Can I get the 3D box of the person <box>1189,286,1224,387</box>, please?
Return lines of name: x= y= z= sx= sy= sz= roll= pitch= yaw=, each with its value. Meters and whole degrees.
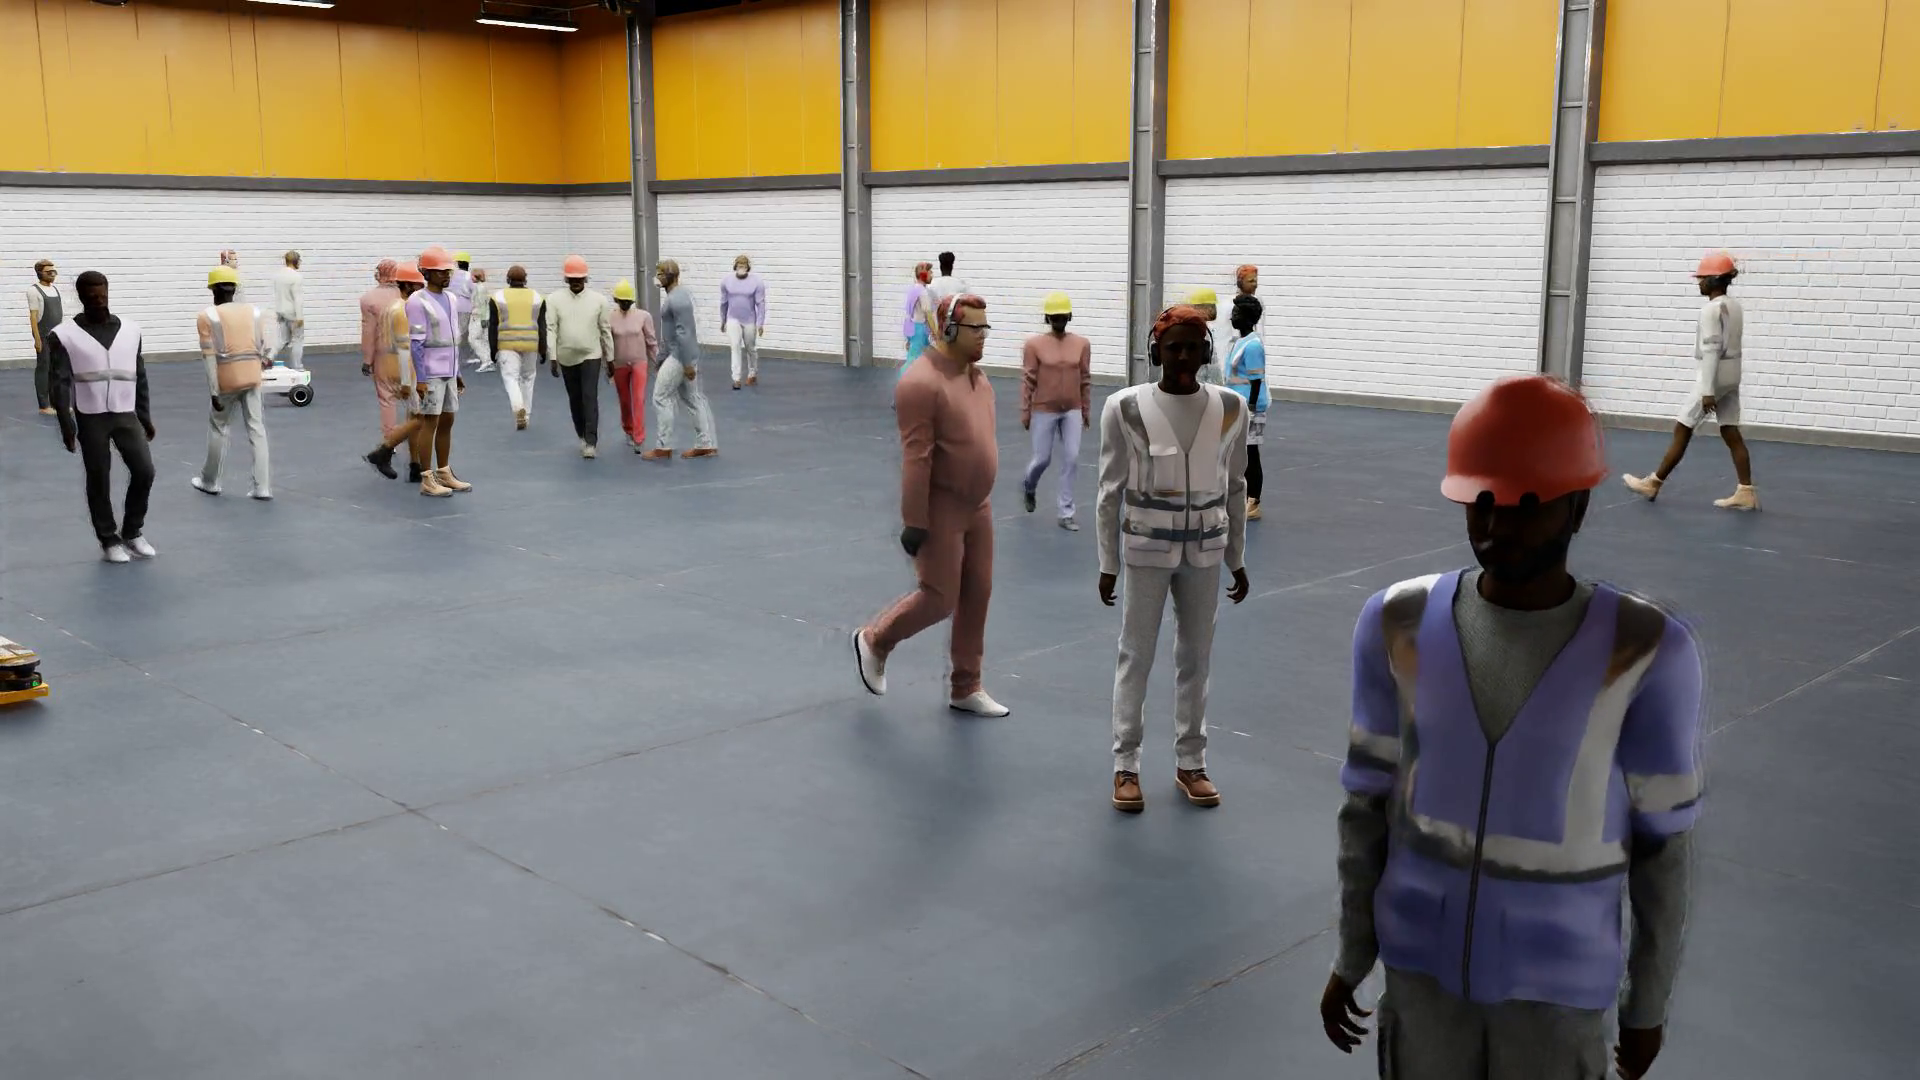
person: x=2.020 y=-1.221 z=13.714 sx=0.844 sy=1.710 sz=0.500 roll=-2 pitch=11 yaw=-11

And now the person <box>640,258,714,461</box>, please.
person: x=-2.740 y=-1.691 z=15.714 sx=0.840 sy=1.908 sz=0.633 roll=-1 pitch=10 yaw=-7

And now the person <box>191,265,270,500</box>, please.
person: x=-5.949 y=-1.276 z=13.535 sx=0.949 sy=1.874 sz=0.580 roll=9 pitch=14 yaw=41

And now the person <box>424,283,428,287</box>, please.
person: x=-7.907 y=-3.359 z=25.026 sx=0.842 sy=1.830 sz=0.502 roll=-1 pitch=10 yaw=-4

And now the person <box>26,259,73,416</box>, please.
person: x=-10.844 y=-2.408 z=19.806 sx=0.347 sy=1.846 sz=0.505 roll=1 pitch=10 yaw=7

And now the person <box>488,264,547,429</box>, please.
person: x=-4.873 y=-2.132 z=18.388 sx=0.631 sy=1.814 sz=0.817 roll=-5 pitch=11 yaw=-23

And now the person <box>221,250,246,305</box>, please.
person: x=-10.999 y=-3.418 z=25.147 sx=0.404 sy=1.906 sz=0.651 roll=-6 pitch=12 yaw=-28

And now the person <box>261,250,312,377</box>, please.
person: x=-10.083 y=-3.364 z=24.834 sx=0.655 sy=1.917 sz=0.642 roll=7 pitch=12 yaw=32

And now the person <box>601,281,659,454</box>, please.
person: x=-3.267 y=-1.737 z=16.571 sx=0.587 sy=1.694 sz=0.926 roll=-1 pitch=10 yaw=-7

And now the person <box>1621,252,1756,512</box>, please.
person: x=5.810 y=-1.237 z=13.024 sx=0.637 sy=1.986 sz=1.043 roll=-9 pitch=14 yaw=-42

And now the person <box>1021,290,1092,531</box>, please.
person: x=0.686 y=-0.958 z=12.184 sx=0.525 sy=1.746 sz=0.625 roll=-3 pitch=11 yaw=-16

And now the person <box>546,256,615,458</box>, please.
person: x=-3.700 y=-1.796 z=16.237 sx=0.633 sy=1.942 sz=1.005 roll=-1 pitch=10 yaw=-7

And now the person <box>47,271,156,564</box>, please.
person: x=-5.523 y=-0.781 z=10.775 sx=0.515 sy=1.901 sz=0.638 roll=8 pitch=13 yaw=38

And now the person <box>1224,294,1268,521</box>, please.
person: x=2.136 y=-0.989 z=12.472 sx=0.322 sy=1.697 sz=0.530 roll=-1 pitch=10 yaw=-3

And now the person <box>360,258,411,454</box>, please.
person: x=-5.557 y=-1.794 z=16.291 sx=0.636 sy=1.911 sz=0.404 roll=-9 pitch=14 yaw=-41

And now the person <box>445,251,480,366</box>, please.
person: x=-8.221 y=-3.810 z=27.373 sx=0.601 sy=1.886 sz=0.969 roll=4 pitch=11 yaw=20

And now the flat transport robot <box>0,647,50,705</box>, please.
flat transport robot: x=-4.876 y=0.582 z=7.801 sx=1.431 sy=0.197 sz=0.652 roll=10 pitch=14 yaw=43

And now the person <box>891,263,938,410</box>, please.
person: x=-0.420 y=-2.484 z=20.367 sx=0.978 sy=1.793 sz=0.575 roll=-2 pitch=11 yaw=-10

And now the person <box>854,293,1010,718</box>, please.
person: x=-0.101 y=-0.151 z=7.397 sx=0.641 sy=1.882 sz=0.660 roll=7 pitch=12 yaw=33

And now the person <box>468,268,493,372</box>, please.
person: x=-7.469 y=-3.408 z=25.850 sx=0.387 sy=1.623 sz=0.546 roll=-3 pitch=11 yaw=-14

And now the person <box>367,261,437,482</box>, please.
person: x=-4.755 y=-1.419 z=14.238 sx=0.547 sy=1.918 sz=0.550 roll=-4 pitch=11 yaw=-18

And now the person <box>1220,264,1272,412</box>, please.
person: x=2.708 y=-1.665 z=15.692 sx=0.604 sy=1.864 sz=0.422 roll=-8 pitch=13 yaw=-38

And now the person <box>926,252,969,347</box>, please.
person: x=-0.204 y=-2.712 z=21.267 sx=0.614 sy=1.912 sz=0.999 roll=-2 pitch=11 yaw=-9

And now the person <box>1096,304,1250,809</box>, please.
person: x=0.792 y=0.070 z=6.190 sx=0.583 sy=1.882 sz=0.337 roll=-2 pitch=11 yaw=-10

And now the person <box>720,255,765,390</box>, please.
person: x=-3.045 y=-3.057 z=23.336 sx=0.661 sy=1.867 sz=1.047 roll=0 pitch=10 yaw=0

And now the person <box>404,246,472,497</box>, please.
person: x=-4.256 y=-1.379 z=13.655 sx=0.390 sy=2.041 sz=0.614 roll=3 pitch=11 yaw=15

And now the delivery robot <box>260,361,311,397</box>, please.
delivery robot: x=-8.520 y=-1.998 z=20.840 sx=0.707 sy=0.478 sz=0.477 roll=-4 pitch=11 yaw=-19

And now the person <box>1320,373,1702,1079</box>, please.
person: x=0.911 y=0.676 z=2.784 sx=0.551 sy=1.922 sz=0.515 roll=7 pitch=12 yaw=33
